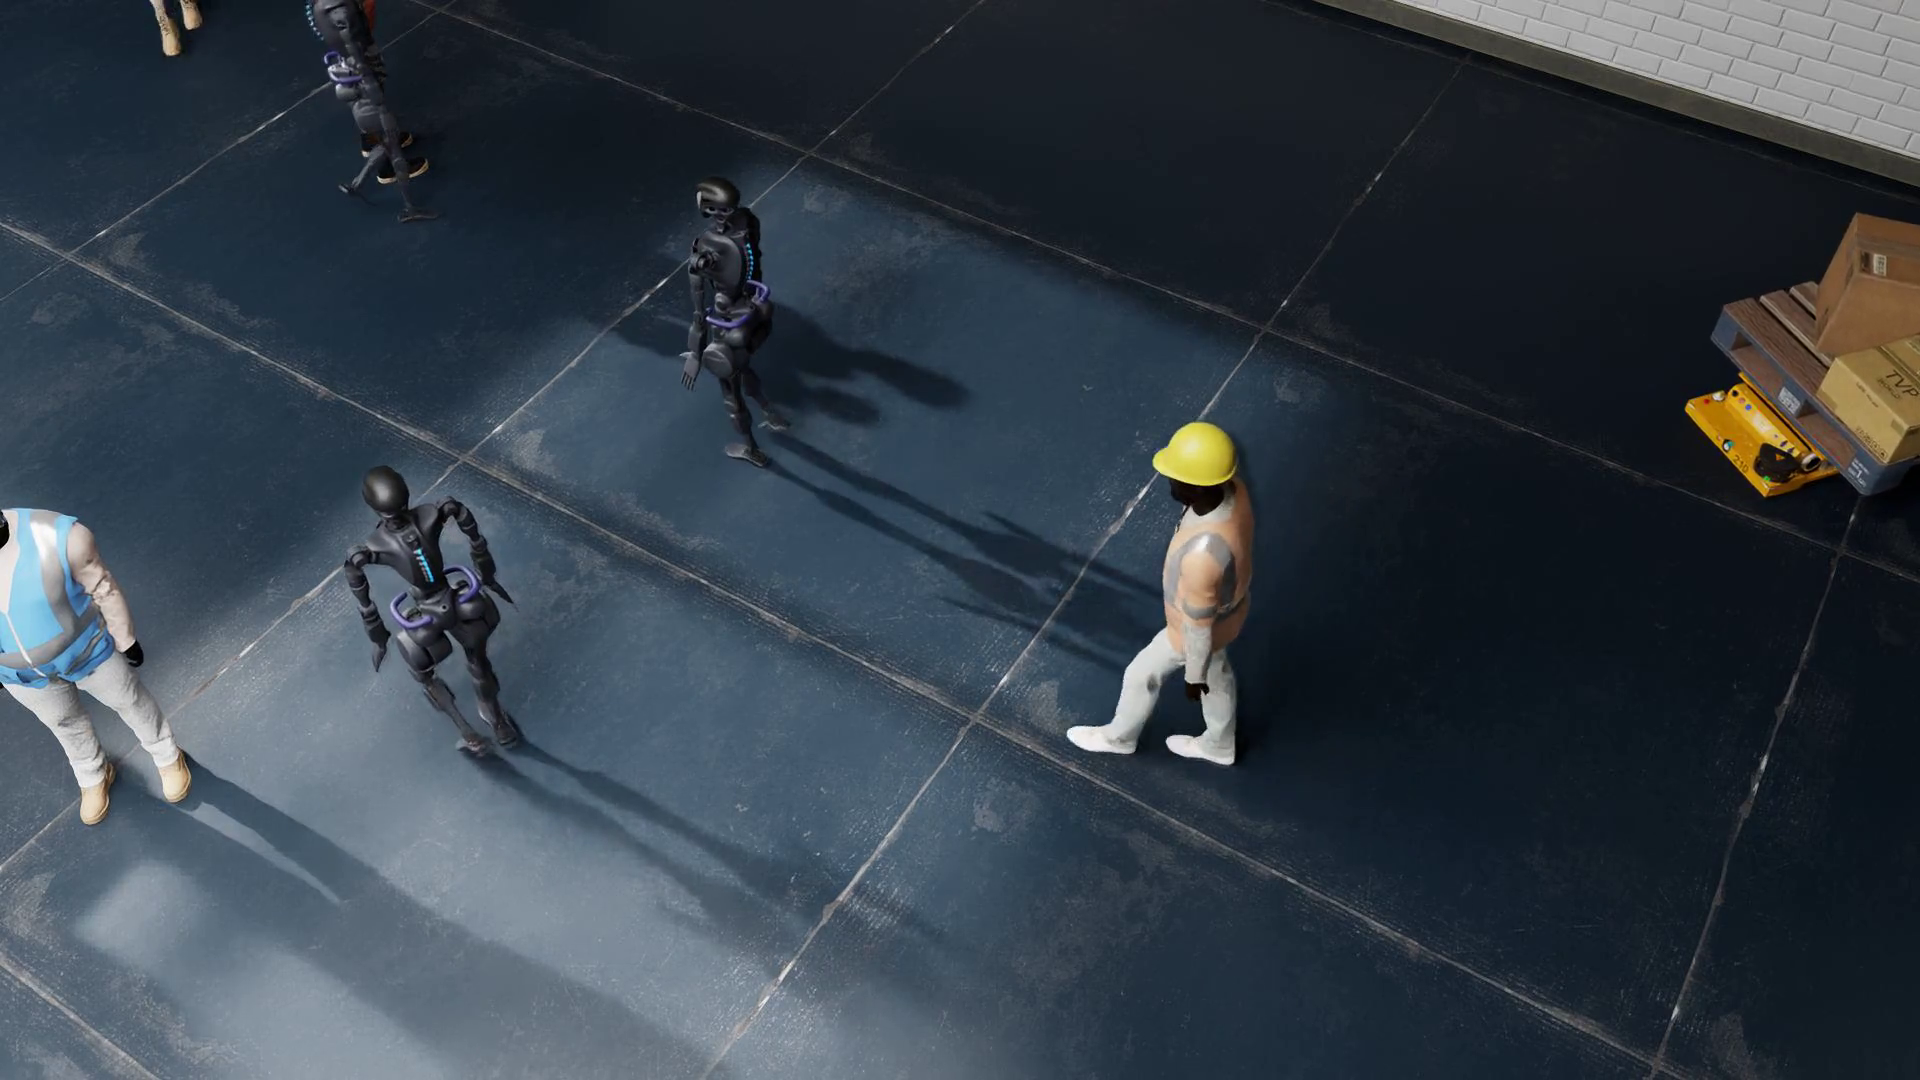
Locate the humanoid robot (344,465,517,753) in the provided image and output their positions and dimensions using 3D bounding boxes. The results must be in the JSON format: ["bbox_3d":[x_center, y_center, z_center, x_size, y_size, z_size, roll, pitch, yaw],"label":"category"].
[{"bbox_3d":[-2.080,0.288,6.626,0.600,1.642,0.346,-32,56,-25],"label":"humanoid robot"}]

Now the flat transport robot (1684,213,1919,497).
[{"bbox_3d":[4.477,-0.667,8.399,1.431,0.231,0.659,-15,51,-13],"label":"flat transport robot"}]

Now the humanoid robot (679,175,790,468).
[{"bbox_3d":[-1.061,-0.979,7.736,0.362,1.653,0.595,20,52,17],"label":"humanoid robot"}]

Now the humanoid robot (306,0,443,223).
[{"bbox_3d":[-3.268,-2.444,9.013,0.501,1.642,0.600,-20,52,-17],"label":"humanoid robot"}]

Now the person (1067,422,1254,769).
[{"bbox_3d":[0.819,0.253,6.509,0.829,1.894,0.619,16,51,13],"label":"person"}]

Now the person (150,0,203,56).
[{"bbox_3d":[-5.020,-3.913,10.176,0.476,1.866,0.759,-19,51,-16],"label":"person"}]

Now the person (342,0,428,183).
[{"bbox_3d":[-3.388,-2.898,9.229,0.370,1.958,0.603,-24,53,-19],"label":"person"}]

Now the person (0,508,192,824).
[{"bbox_3d":[-3.478,0.431,6.395,0.621,1.844,0.429,-13,50,-11],"label":"person"}]
